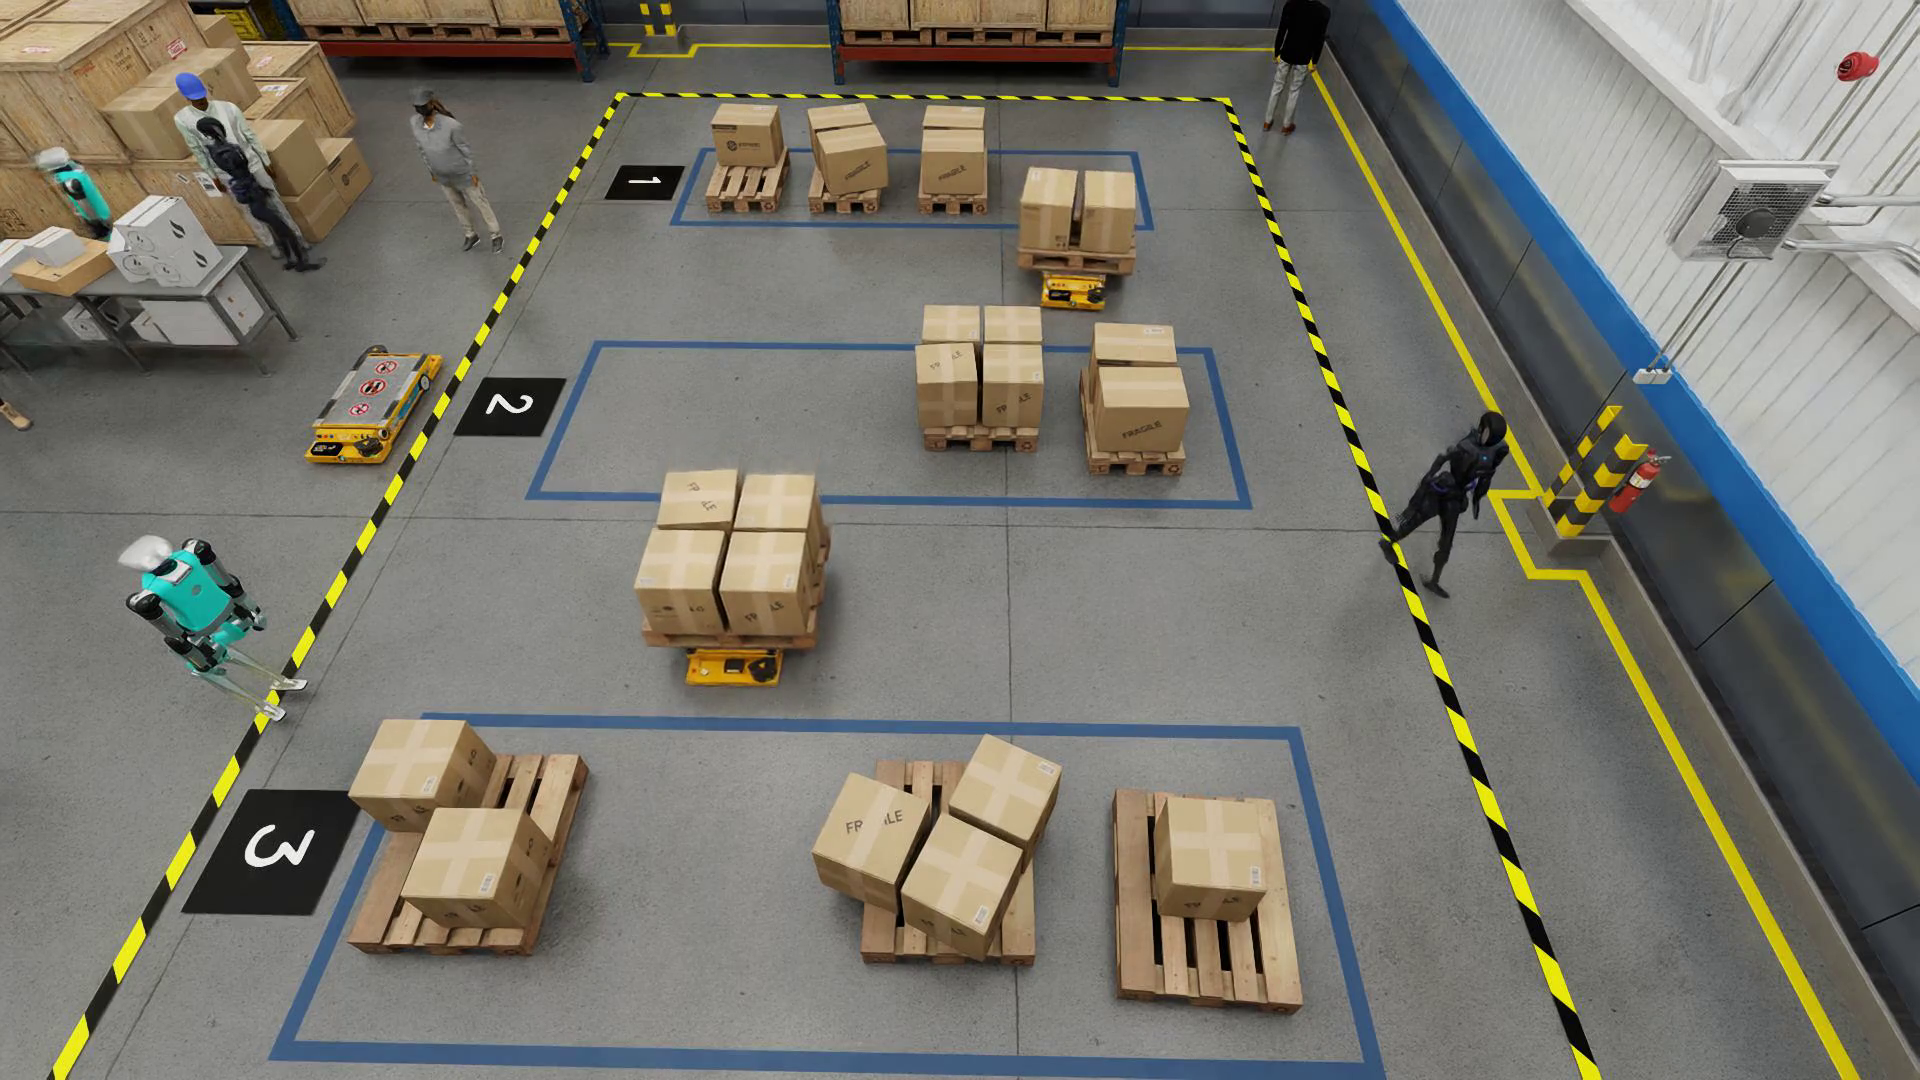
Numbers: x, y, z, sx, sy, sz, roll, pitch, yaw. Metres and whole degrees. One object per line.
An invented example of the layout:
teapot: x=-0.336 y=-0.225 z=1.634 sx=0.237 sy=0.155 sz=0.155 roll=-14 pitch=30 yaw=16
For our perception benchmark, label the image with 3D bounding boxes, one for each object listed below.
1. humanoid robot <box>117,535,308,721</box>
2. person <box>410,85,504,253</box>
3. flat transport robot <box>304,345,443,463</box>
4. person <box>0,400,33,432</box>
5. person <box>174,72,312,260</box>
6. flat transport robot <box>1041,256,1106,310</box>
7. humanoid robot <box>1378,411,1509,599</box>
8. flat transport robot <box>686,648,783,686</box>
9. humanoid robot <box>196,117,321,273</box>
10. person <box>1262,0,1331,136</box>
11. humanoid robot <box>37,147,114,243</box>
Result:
humanoid robot: x=-4.864 y=0.554 z=5.848 sx=0.735 sy=1.677 sz=0.533 roll=9 pitch=50 yaw=8
person: x=-5.338 y=-3.897 z=9.681 sx=0.562 sy=1.769 sz=0.400 roll=5 pitch=50 yaw=4
flat transport robot: x=-5.383 y=-1.269 z=8.441 sx=0.659 sy=0.231 sz=1.431 roll=1 pitch=50 yaw=1
person: x=-8.699 y=-1.612 z=7.580 sx=0.413 sy=2.035 sz=0.608 roll=34 pitch=58 yaw=25
person: x=-7.507 y=-3.875 z=9.555 sx=0.602 sy=1.939 sz=0.412 roll=-31 pitch=56 yaw=-24
flat transport robot: x=1.235 y=-3.002 z=9.889 sx=0.652 sy=0.197 sz=1.431 roll=4 pitch=50 yaw=3
humanoid robot: x=3.559 y=-0.254 z=6.672 sx=0.604 sy=1.631 sz=0.718 roll=-7 pitch=50 yaw=-6
flat transport robot: x=-1.622 y=0.448 z=6.970 sx=0.652 sy=0.197 sz=1.431 roll=1 pitch=50 yaw=1
humanoid robot: x=-7.236 y=-3.527 z=9.432 sx=0.328 sy=1.652 sz=0.591 roll=-27 pitch=55 yaw=-21
person: x=4.183 y=-6.019 z=11.402 sx=0.589 sy=1.883 sz=0.349 roll=25 pitch=54 yaw=19
humanoid robot: x=-8.452 y=-2.790 z=8.784 sx=0.977 sy=1.770 sz=0.543 roll=-25 pitch=54 yaw=-19
